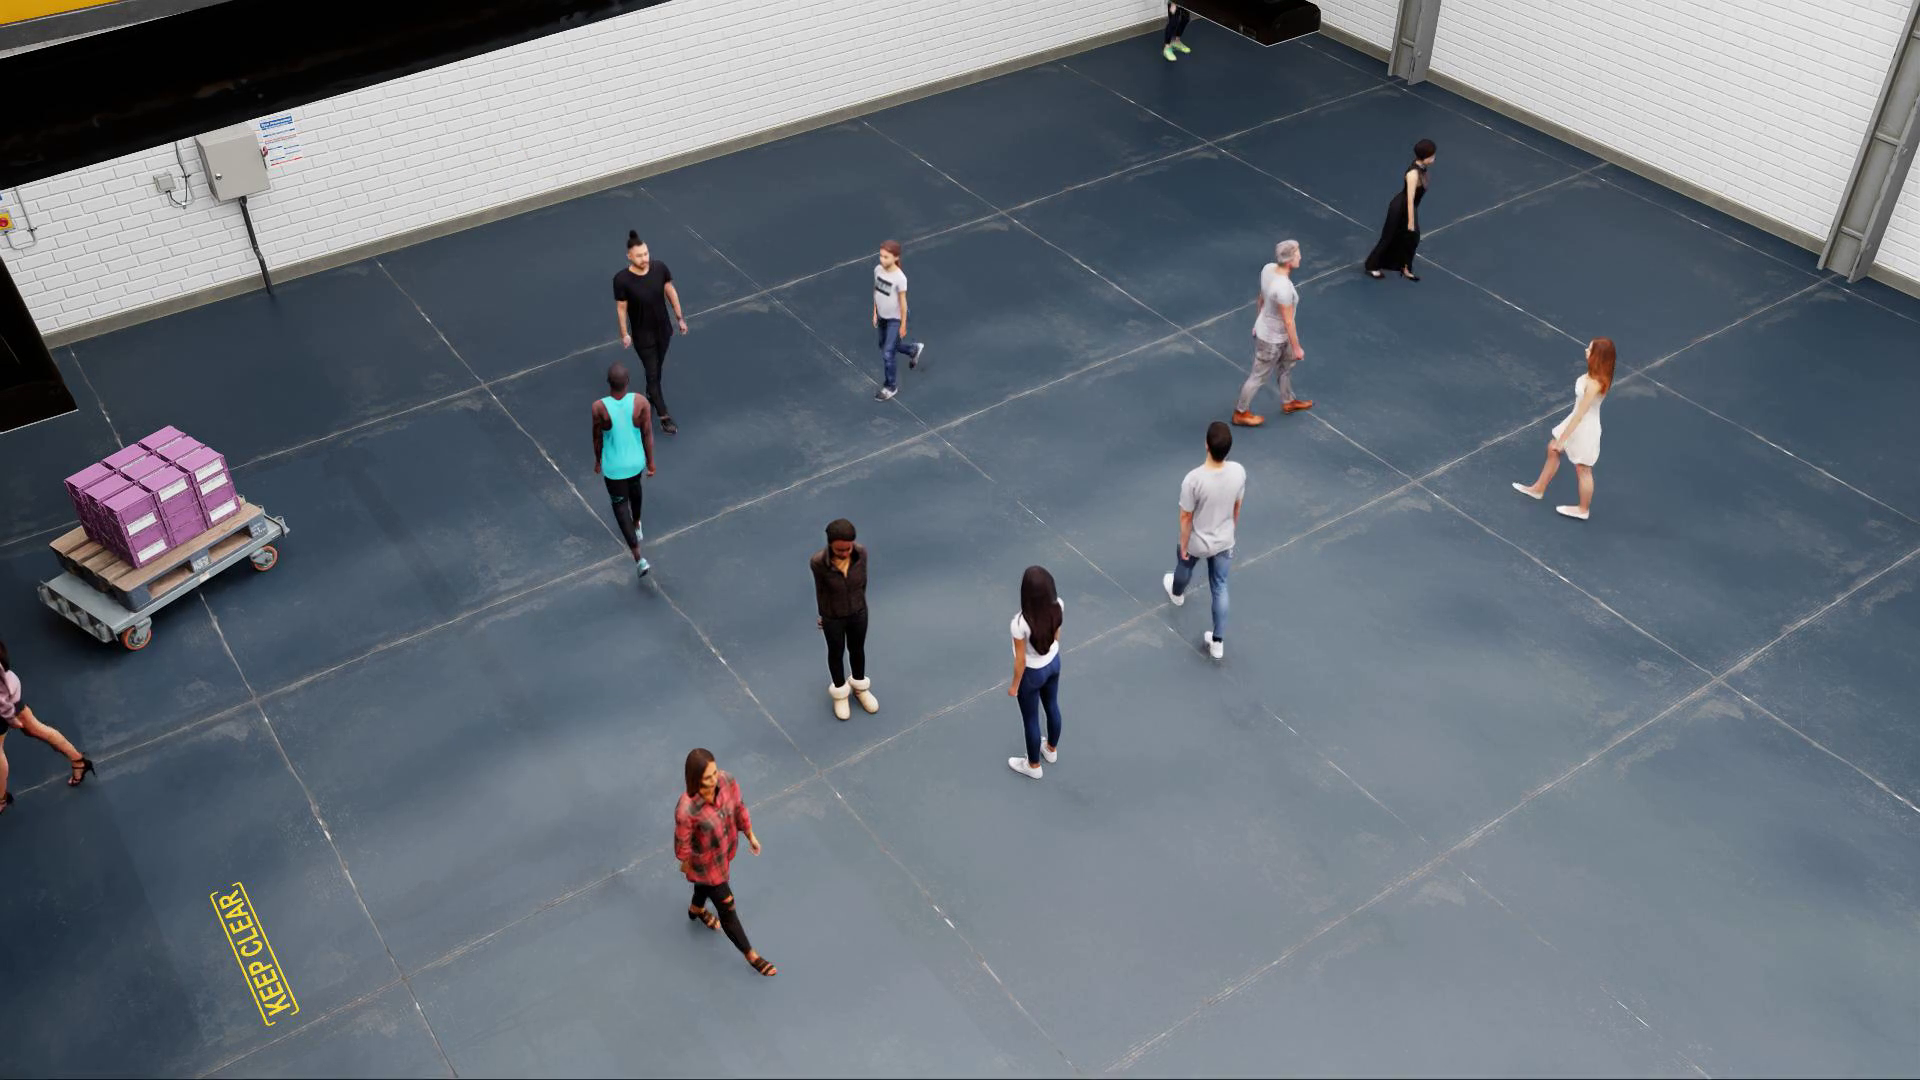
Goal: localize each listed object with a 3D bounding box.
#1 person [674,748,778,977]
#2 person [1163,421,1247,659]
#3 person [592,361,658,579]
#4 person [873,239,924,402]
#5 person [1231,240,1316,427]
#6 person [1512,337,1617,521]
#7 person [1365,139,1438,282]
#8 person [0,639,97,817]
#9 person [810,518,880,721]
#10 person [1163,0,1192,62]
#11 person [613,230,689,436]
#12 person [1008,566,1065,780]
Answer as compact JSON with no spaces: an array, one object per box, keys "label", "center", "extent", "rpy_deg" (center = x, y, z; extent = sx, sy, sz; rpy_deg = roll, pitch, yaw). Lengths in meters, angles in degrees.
[{"label":"person","center":[-1.547,1.834,10.000],"extent":[1.111,1.664,0.860],"rpy_deg":[22,44,25]},{"label":"person","center":[1.846,0.028,12.121],"extent":[0.982,1.840,1.302],"rpy_deg":[-9,39,-11]},{"label":"person","center":[-2.585,-0.534,12.876],"extent":[0.814,1.775,1.215],"rpy_deg":[-15,41,-18]},{"label":"person","center":[-0.573,-2.032,14.933],"extent":[0.677,1.550,0.856],"rpy_deg":[-32,48,-33]},{"label":"person","center":[2.609,-1.750,14.378],"extent":[1.084,1.801,1.080],"rpy_deg":[0,39,0]},{"label":"person","center":[5.096,-0.861,13.355],"extent":[0.997,1.689,0.851],"rpy_deg":[17,42,20]},{"label":"person","center":[4.329,-3.272,16.471],"extent":[0.900,1.567,0.780],"rpy_deg":[14,41,17]},{"label":"person","center":[-6.194,1.035,10.912],"extent":[0.787,1.775,0.939],"rpy_deg":[-17,42,-20]},{"label":"person","center":[-0.819,0.500,11.673],"extent":[0.656,1.660,0.605],"rpy_deg":[-23,44,-26]},{"label":"person","center":[2.724,-6.840,20.859],"extent":[0.658,1.667,0.713],"rpy_deg":[25,45,28]},{"label":"person","center":[-2.752,-1.900,14.535],"extent":[0.736,1.839,0.958],"rpy_deg":[-28,46,-31]},{"label":"person","center":[0.531,0.883,11.101],"extent":[0.616,1.775,0.564],"rpy_deg":[-31,48,-33]}]
